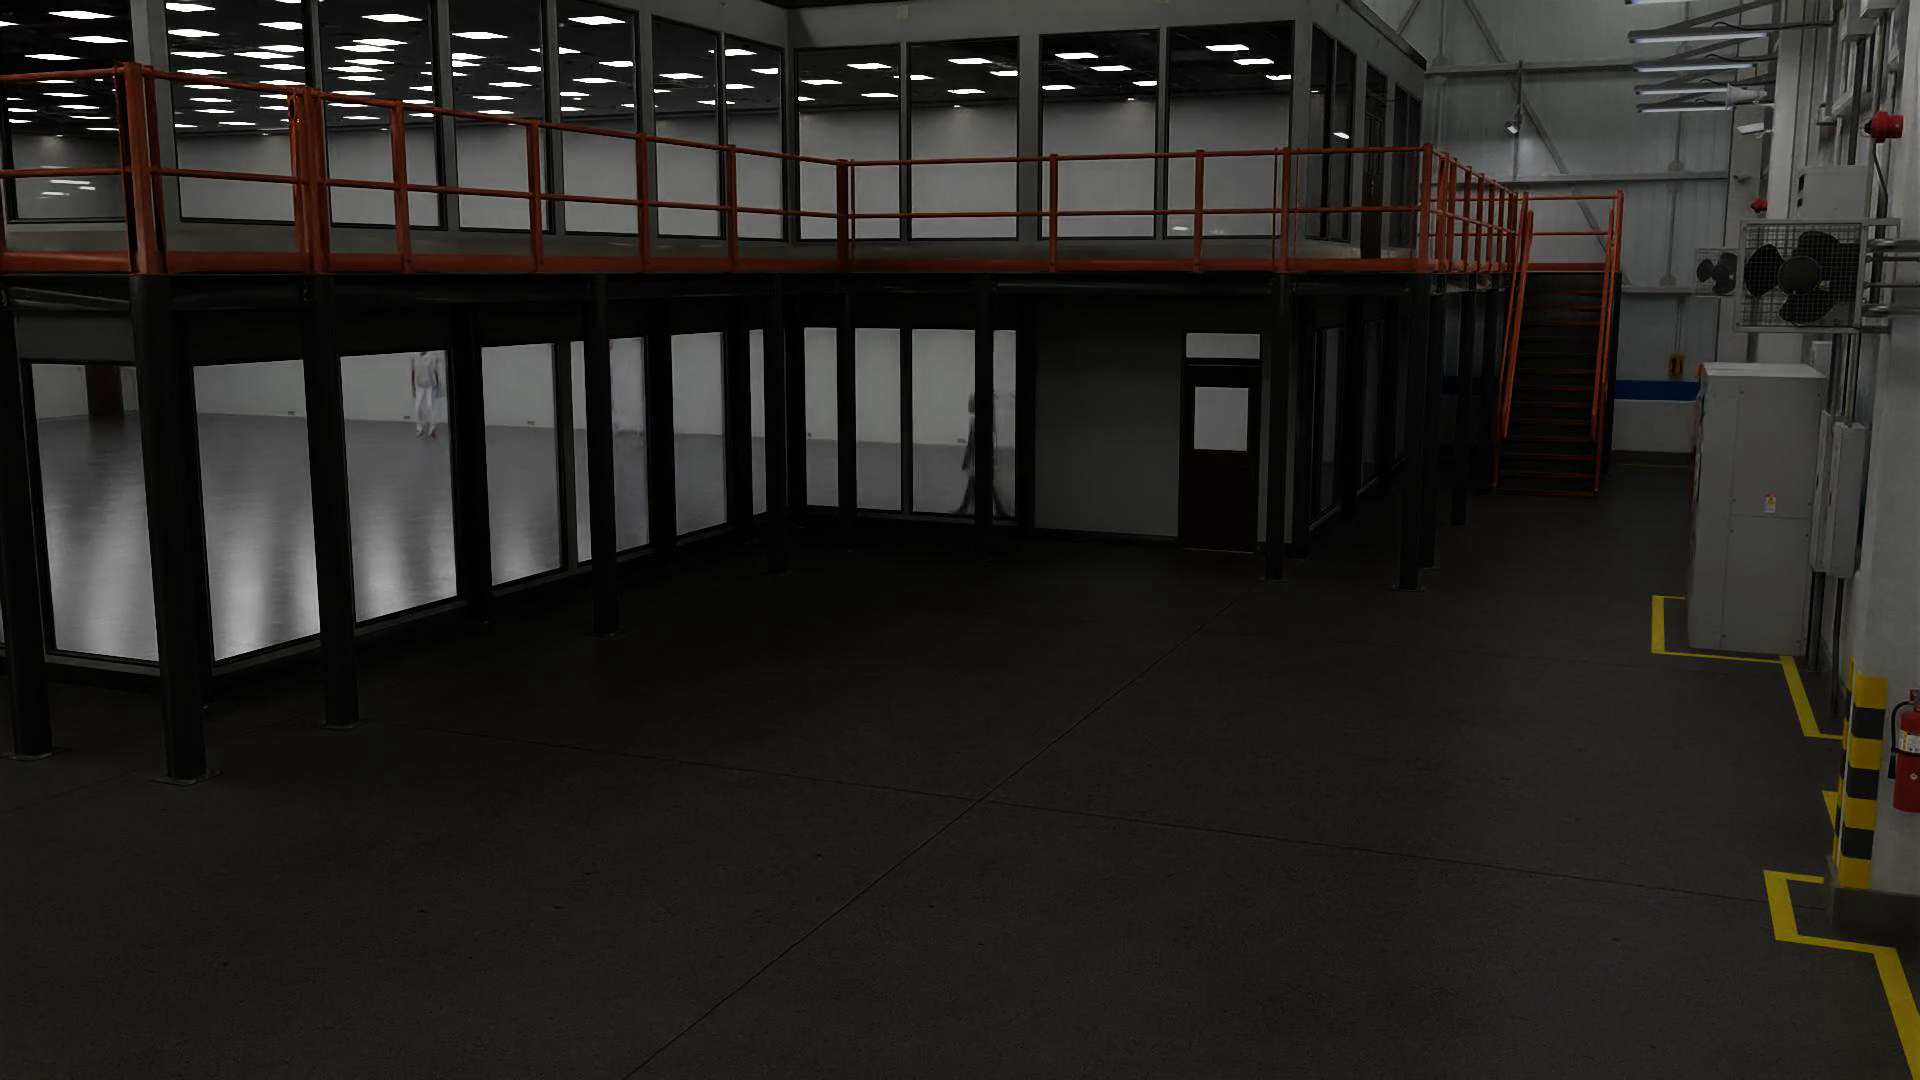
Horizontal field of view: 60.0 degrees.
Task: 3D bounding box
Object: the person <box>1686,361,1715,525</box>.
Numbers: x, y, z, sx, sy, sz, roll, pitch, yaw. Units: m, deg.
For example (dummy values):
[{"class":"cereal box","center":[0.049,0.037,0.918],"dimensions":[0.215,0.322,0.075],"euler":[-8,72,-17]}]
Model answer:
[{"class":"person","center":[9.041,-1.162,20.004],"dimensions":[0.726,1.980,0.424],"euler":[-5,10,-28]}]
